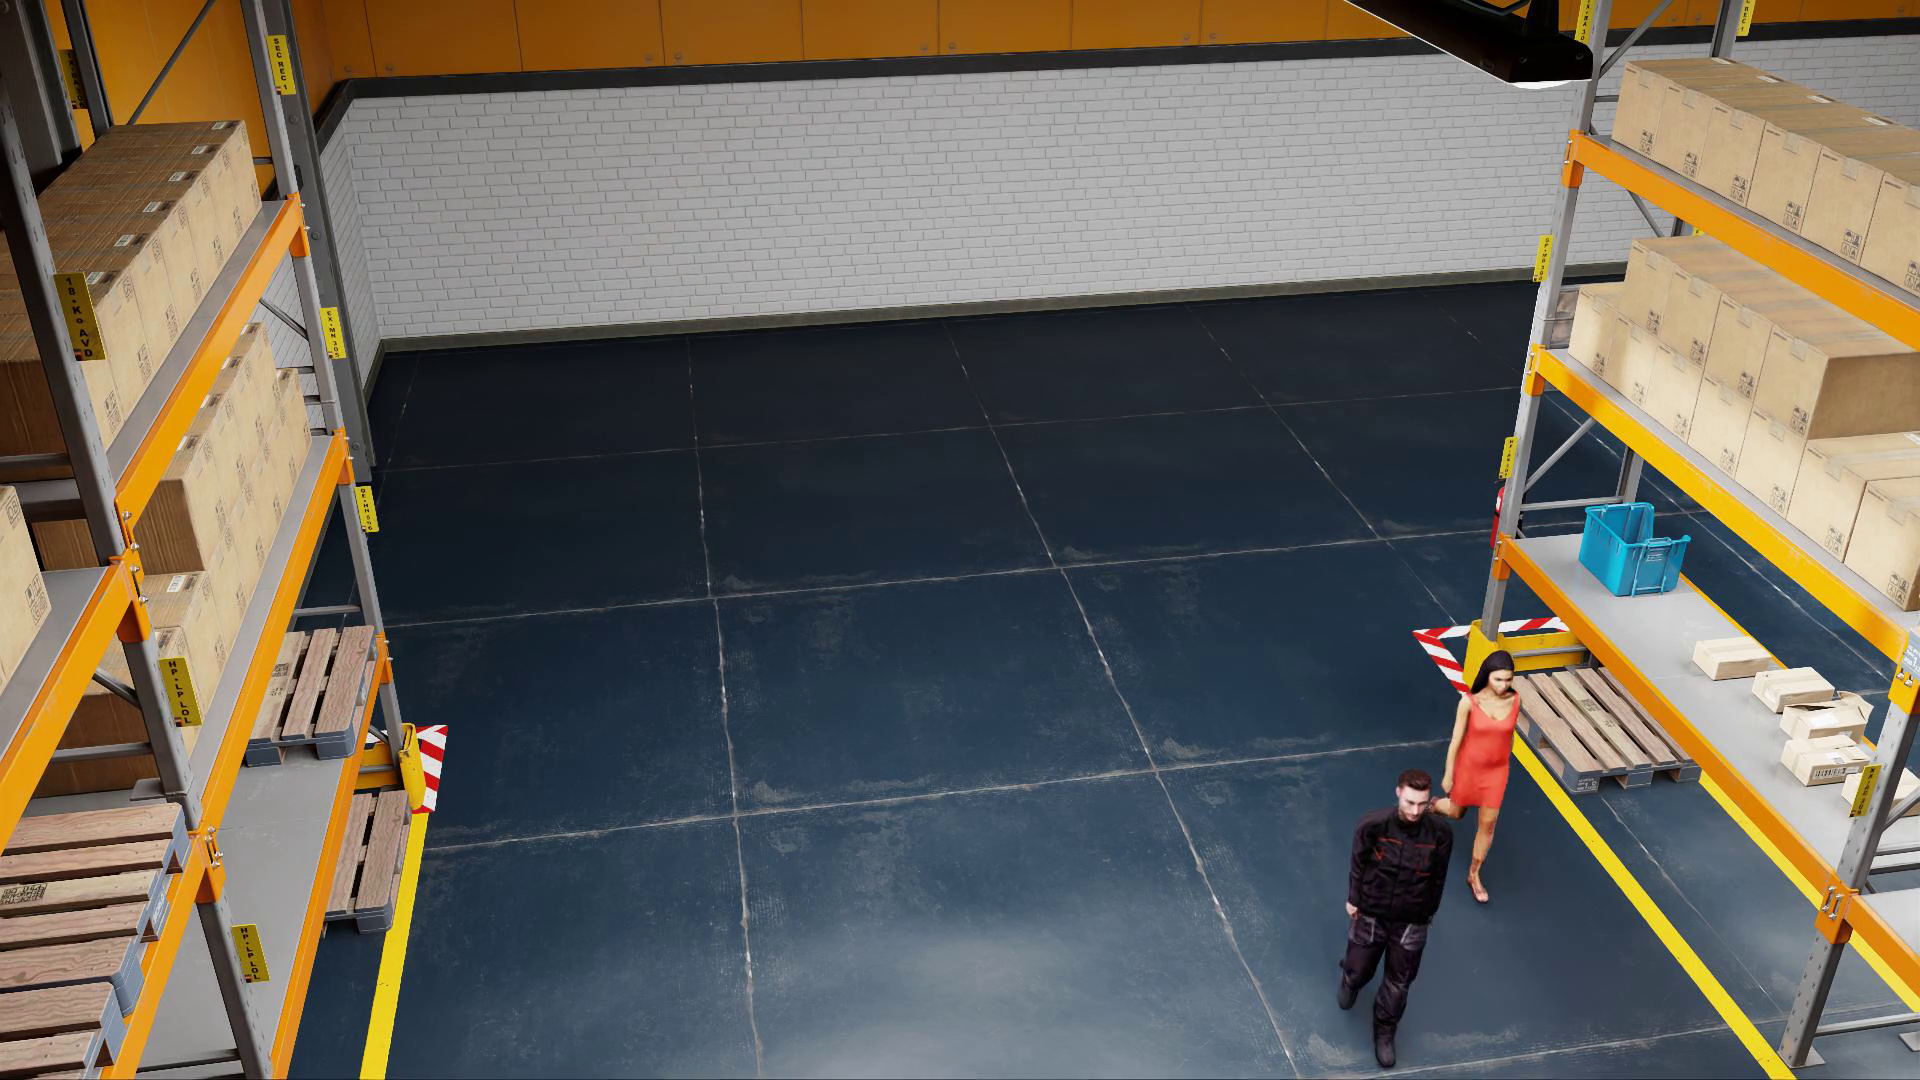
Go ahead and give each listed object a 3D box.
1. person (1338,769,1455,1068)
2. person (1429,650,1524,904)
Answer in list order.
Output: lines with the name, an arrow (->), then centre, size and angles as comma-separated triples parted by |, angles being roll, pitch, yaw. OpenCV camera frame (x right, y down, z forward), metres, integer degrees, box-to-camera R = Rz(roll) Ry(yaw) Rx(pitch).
person -> 2.389, 2.021, 9.273 | 0.830, 1.904, 0.957 | 3, 29, 6
person -> 3.274, 1.419, 10.590 | 0.604, 1.701, 1.009 | -4, 29, -7
